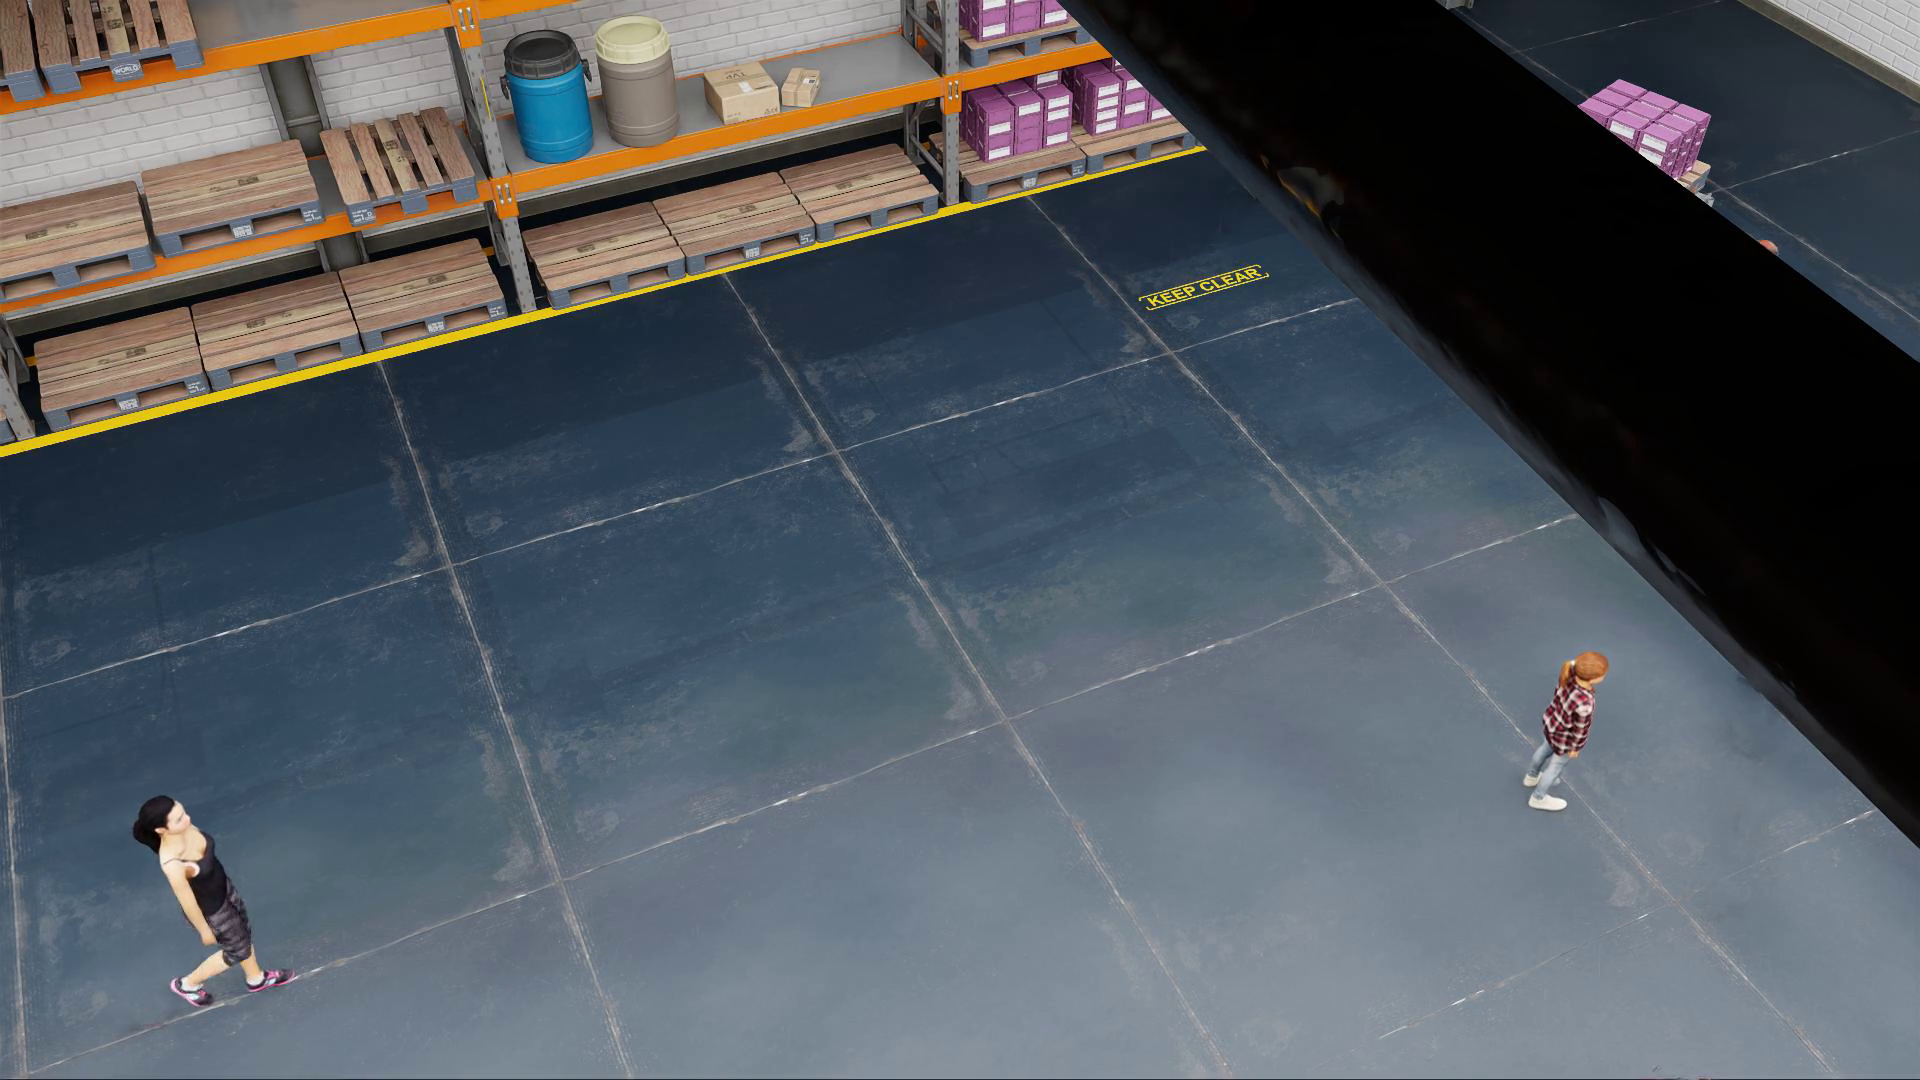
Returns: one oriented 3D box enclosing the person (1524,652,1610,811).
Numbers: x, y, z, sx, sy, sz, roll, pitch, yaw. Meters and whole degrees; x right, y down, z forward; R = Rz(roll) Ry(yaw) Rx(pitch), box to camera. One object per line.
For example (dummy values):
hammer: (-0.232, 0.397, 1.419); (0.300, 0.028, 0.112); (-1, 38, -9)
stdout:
person: (3.657, 1.133, 10.069); (0.614, 1.305, 0.594); (-1, 44, -1)

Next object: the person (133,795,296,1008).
person: (-4.104, 1.961, 8.903); (0.839, 1.715, 0.620); (-13, 45, -13)
